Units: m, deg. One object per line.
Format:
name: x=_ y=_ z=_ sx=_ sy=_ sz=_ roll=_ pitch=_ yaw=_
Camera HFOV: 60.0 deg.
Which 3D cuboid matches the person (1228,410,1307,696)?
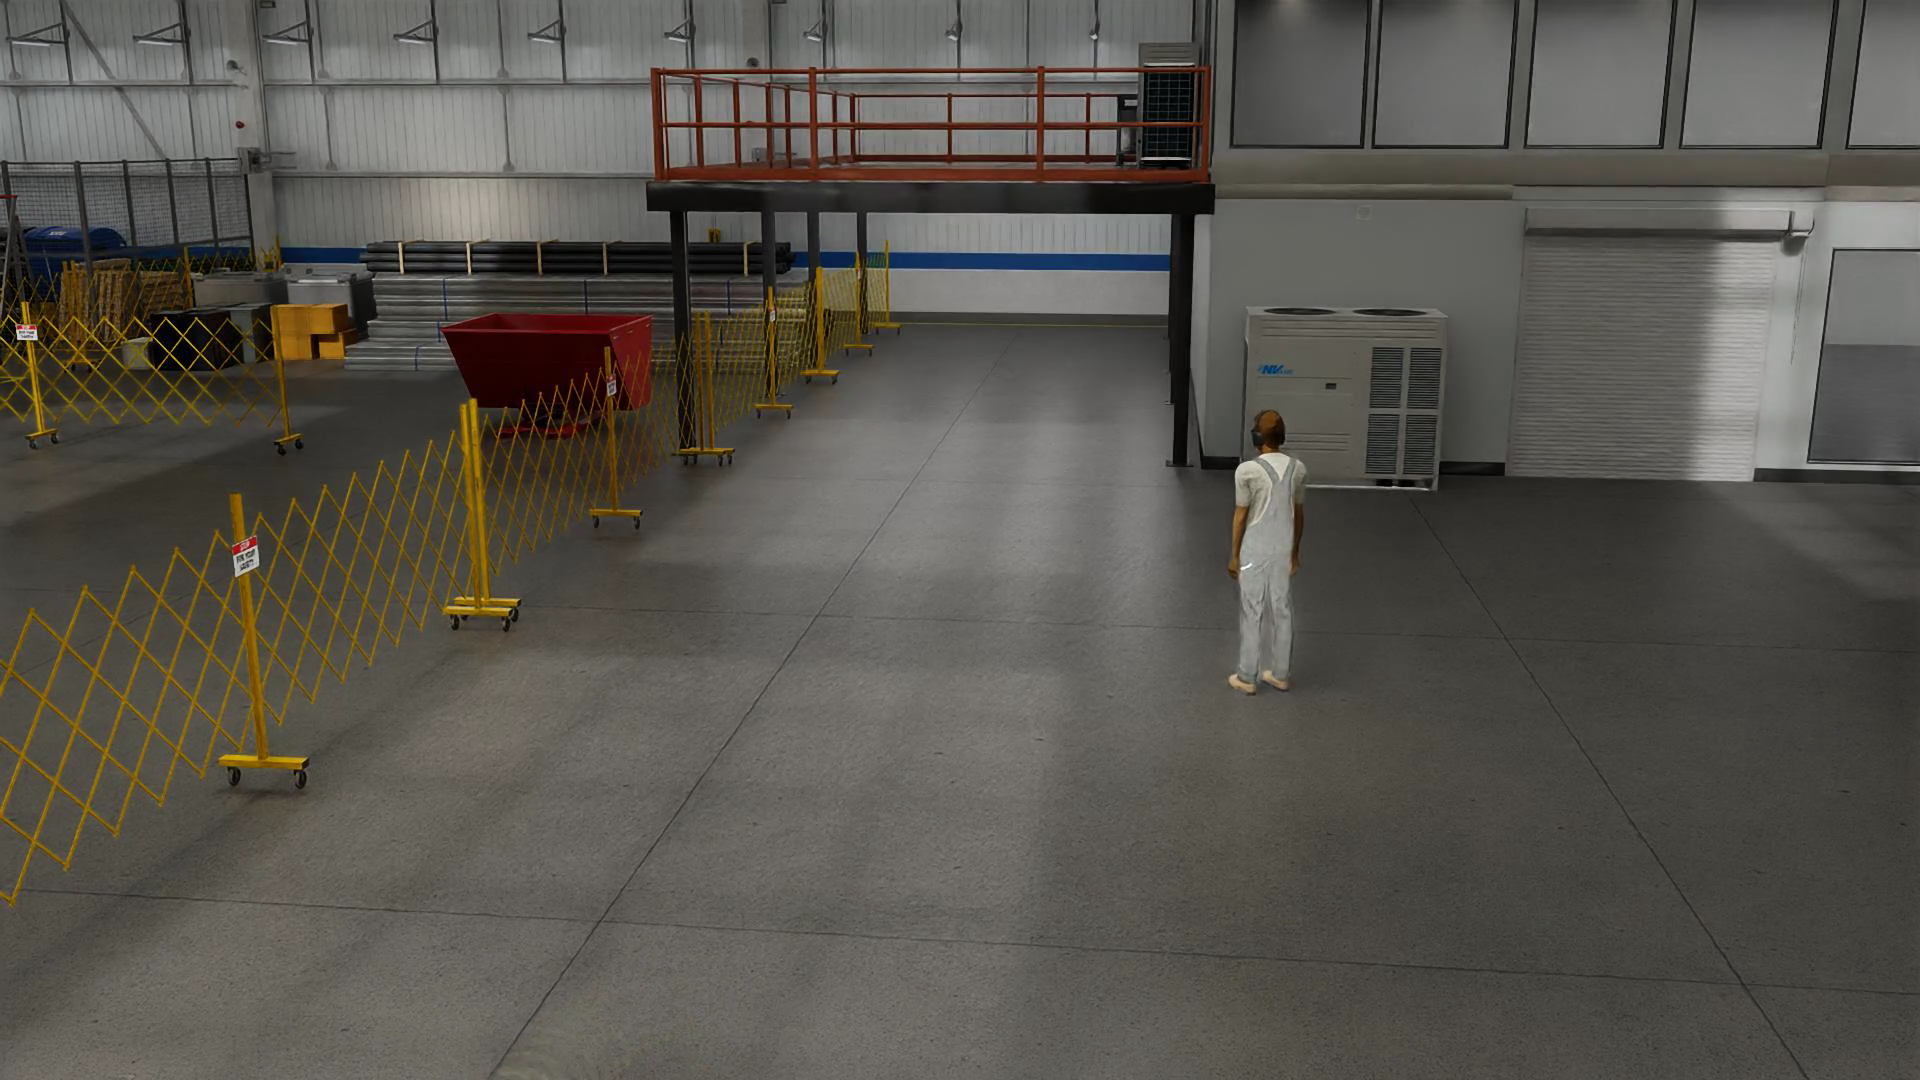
person: x=1.961 y=0.086 z=10.630 sx=0.501 sy=1.838 sz=0.351 roll=-5 pitch=15 yaw=-21
